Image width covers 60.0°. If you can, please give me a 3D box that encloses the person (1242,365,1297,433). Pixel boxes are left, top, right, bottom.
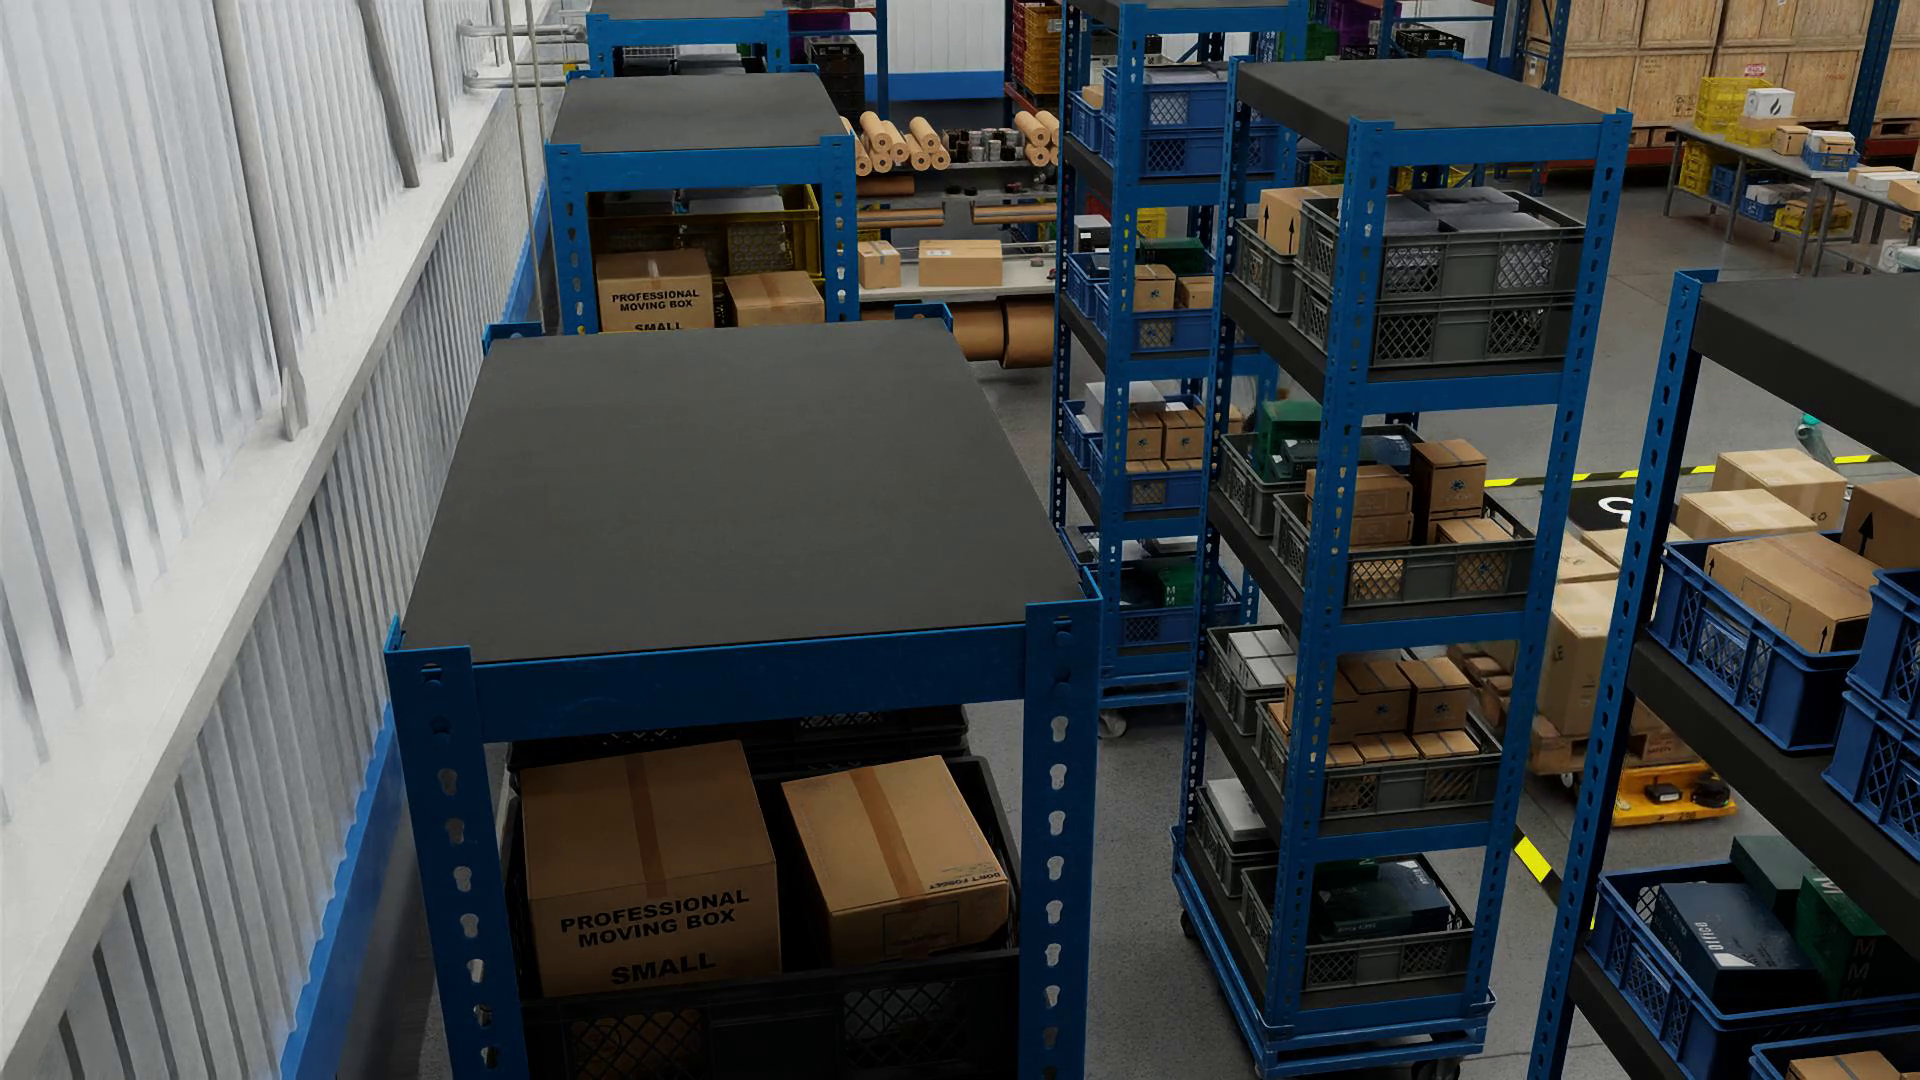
[{"bbox_3d":[2.102,-1.160,10.956,0.573,1.822,0.601,-6,25,-12],"label":"person"}]

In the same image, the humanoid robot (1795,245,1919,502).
[{"bbox_3d":[5.775,-1.100,10.778,0.735,1.673,0.533,14,28,27],"label":"humanoid robot"}]

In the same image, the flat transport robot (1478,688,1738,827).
[{"bbox_3d":[3.159,0.926,8.253,0.652,0.197,1.431,-4,25,-8],"label":"flat transport robot"}]
